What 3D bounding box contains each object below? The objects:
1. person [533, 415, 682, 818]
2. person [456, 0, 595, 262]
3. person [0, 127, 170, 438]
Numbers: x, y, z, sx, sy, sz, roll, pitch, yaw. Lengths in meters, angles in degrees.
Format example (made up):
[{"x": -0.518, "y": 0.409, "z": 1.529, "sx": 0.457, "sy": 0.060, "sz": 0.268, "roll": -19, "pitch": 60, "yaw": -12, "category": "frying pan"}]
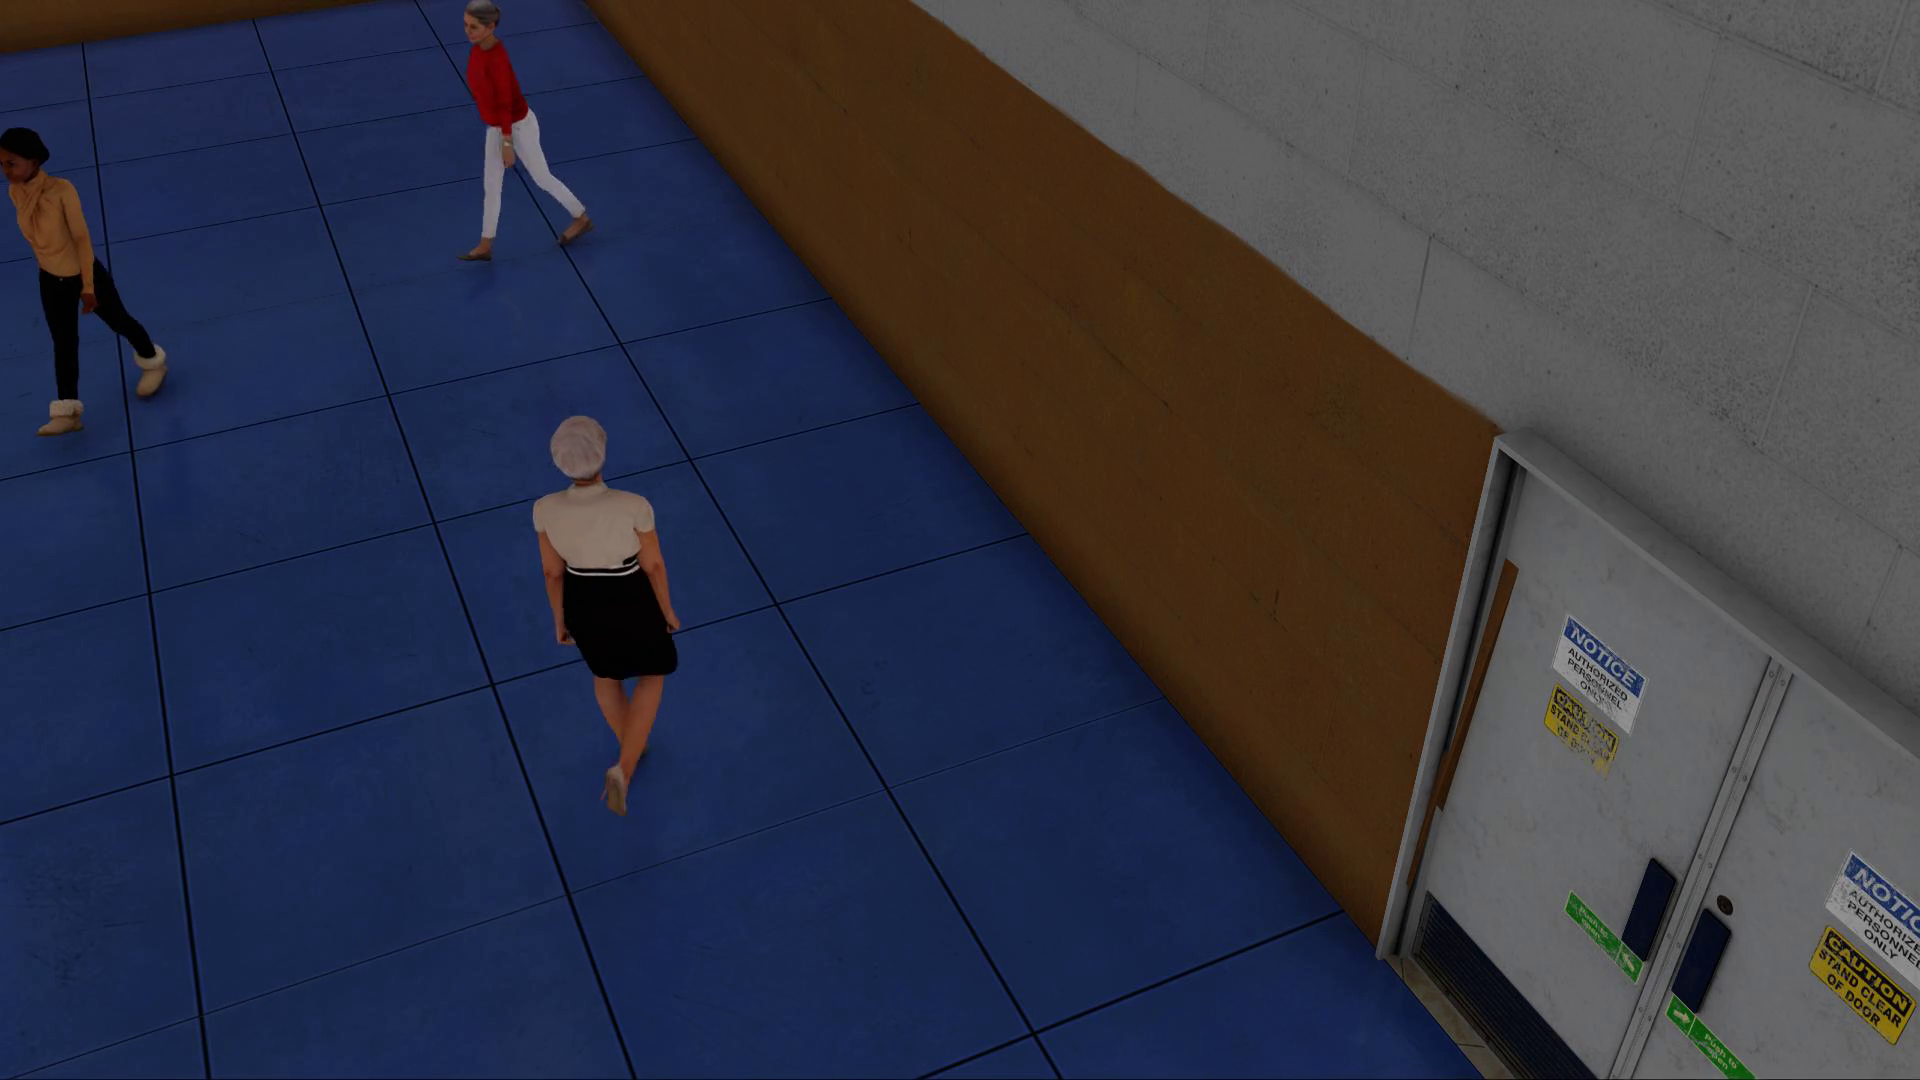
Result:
[{"x": -1.337, "y": 0.347, "z": 6.309, "sx": 0.929, "sy": 1.740, "sz": 0.928, "roll": 3, "pitch": 37, "yaw": 4, "category": "person"}, {"x": -2.656, "y": -2.508, "z": 10.191, "sx": 1.204, "sy": 1.647, "sz": 0.780, "roll": -22, "pitch": 42, "yaw": -27, "category": "person"}, {"x": -4.583, "y": -1.401, "z": 8.741, "sx": 1.118, "sy": 1.617, "sz": 1.088, "roll": 7, "pitch": 37, "yaw": 9, "category": "person"}]
